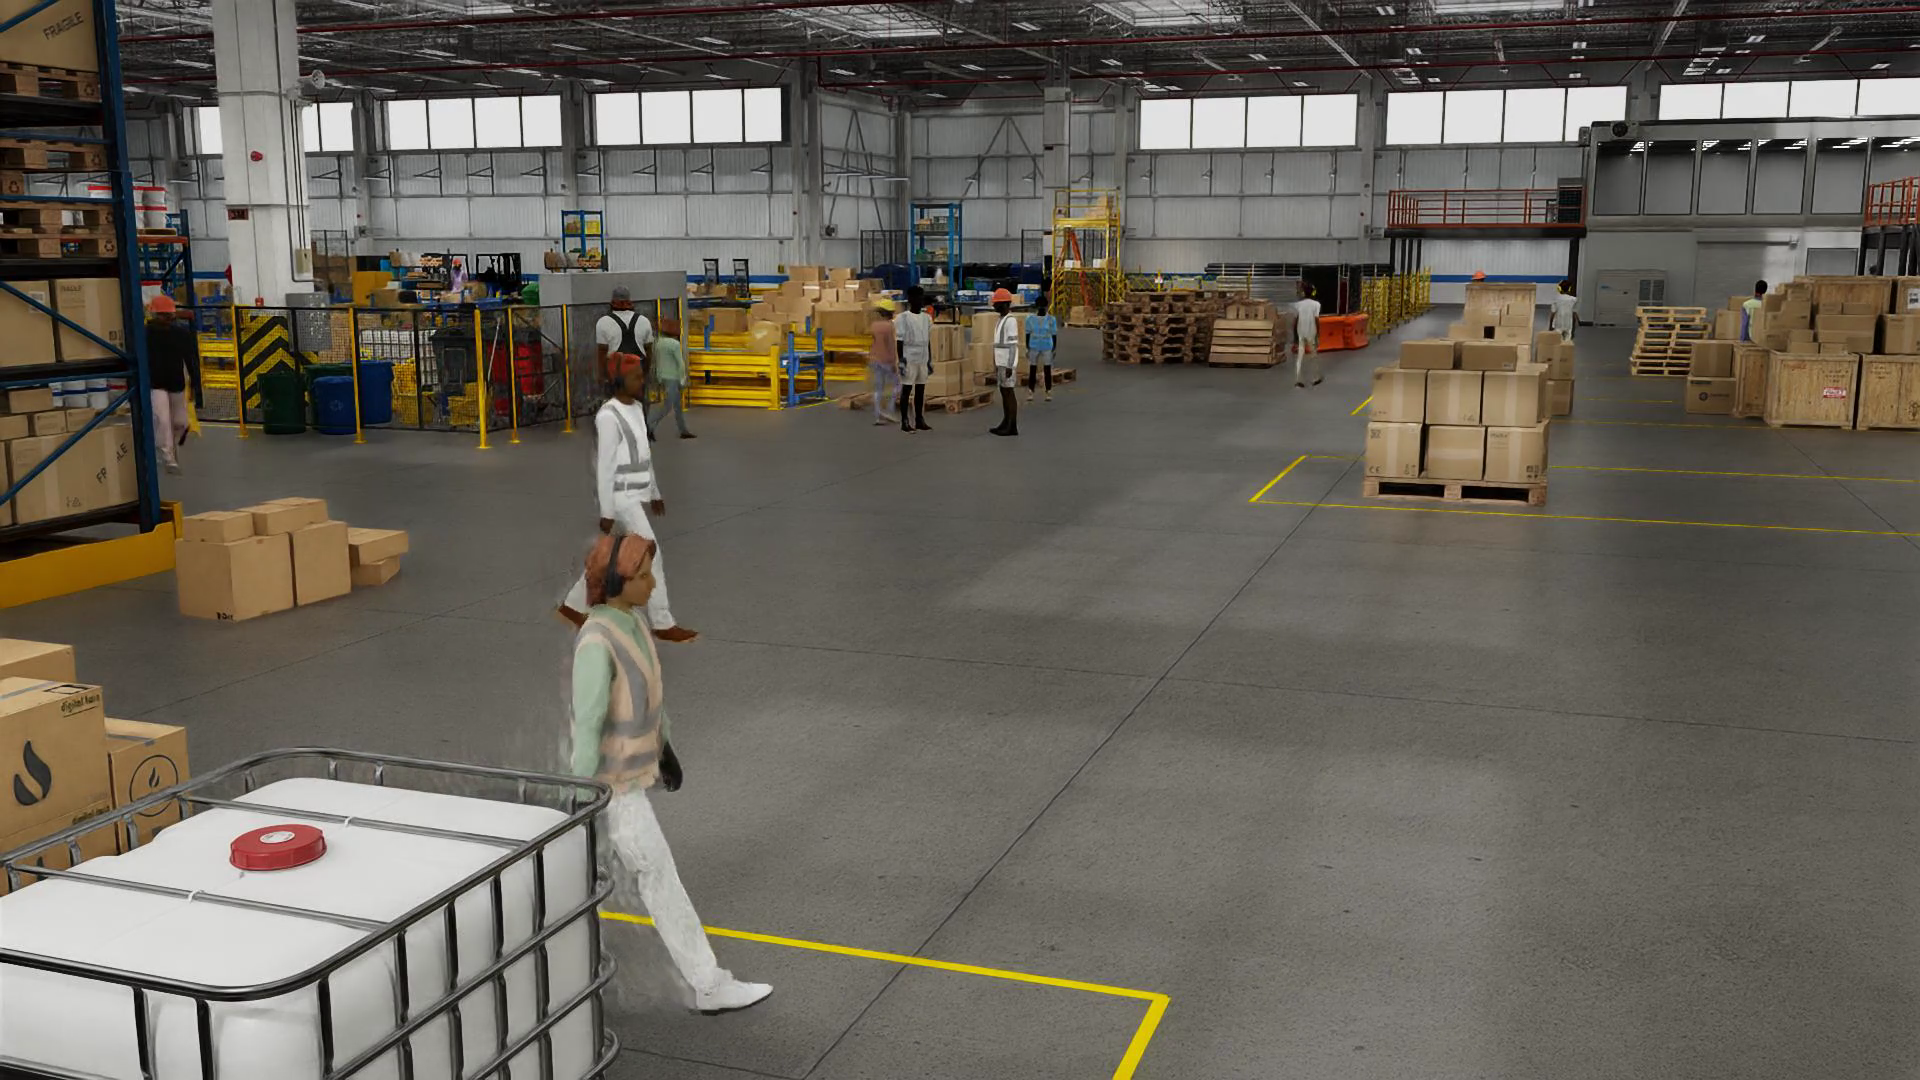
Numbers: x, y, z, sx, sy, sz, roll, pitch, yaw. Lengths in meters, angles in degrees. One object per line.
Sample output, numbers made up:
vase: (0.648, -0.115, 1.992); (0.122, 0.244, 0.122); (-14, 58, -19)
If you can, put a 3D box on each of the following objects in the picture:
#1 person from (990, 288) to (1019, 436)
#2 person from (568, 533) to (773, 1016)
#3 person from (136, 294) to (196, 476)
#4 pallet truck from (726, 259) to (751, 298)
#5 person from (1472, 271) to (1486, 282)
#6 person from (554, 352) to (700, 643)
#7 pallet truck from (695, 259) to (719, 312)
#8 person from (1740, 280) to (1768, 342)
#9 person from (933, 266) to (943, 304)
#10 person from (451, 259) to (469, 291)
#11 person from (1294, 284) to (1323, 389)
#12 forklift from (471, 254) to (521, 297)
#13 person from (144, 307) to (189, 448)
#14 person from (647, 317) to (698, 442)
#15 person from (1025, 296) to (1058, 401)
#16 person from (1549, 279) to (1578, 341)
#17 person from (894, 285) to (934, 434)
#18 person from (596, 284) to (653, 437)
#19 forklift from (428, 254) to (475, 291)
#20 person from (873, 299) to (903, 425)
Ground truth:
person: (0.575, -2.336, 21.883); (0.377, 1.936, 0.549); (-2, 10, -12)
person: (-1.067, 0.762, 5.388); (0.856, 1.586, 0.536); (0, 10, 1)
person: (-8.733, -1.707, 18.254); (0.628, 1.977, 0.675); (-10, 14, -43)
pallet truck: (-7.986, -9.493, 62.019); (0.823, 1.965, 1.885); (3, 11, 17)
person: (11.584, -5.036, 37.135); (0.391, 1.929, 0.540); (4, 11, 20)
person: (-2.159, -0.263, 10.484); (0.945, 1.852, 0.582); (1, 10, 3)
pallet truck: (-9.165, -9.627, 62.776); (0.823, 1.965, 1.885); (4, 11, 23)
person: (13.181, -3.319, 27.470); (0.589, 1.920, 0.392); (1, 10, 4)
person: (-0.826, -9.763, 63.898); (0.502, 1.870, 0.668); (-1, 10, -6)
person: (-16.488, -8.227, 54.757); (0.609, 2.044, 0.394); (1, 10, 3)
person: (6.113, -3.574, 29.183); (0.551, 1.819, 0.994); (7, 12, 34)
forklift: (-17.990, -10.121, 64.684); (1.157, 1.987, 2.680); (3, 11, 17)
person: (-9.735, -1.967, 20.329); (0.620, 1.744, 0.532); (3, 11, 18)
person: (-3.724, -2.047, 21.204); (0.799, 1.601, 0.510); (-8, 13, -38)
person: (1.301, -3.065, 26.695); (0.536, 1.693, 0.320); (1, 10, 6)
person: (11.277, -3.934, 31.119); (0.504, 1.861, 0.329); (0, 10, 3)
person: (-0.597, -2.405, 22.193); (0.609, 1.965, 0.364); (-10, 14, -43)
person: (-4.032, -2.029, 19.865); (0.689, 2.000, 0.539); (-6, 12, -30)
forklift: (-20.133, -10.254, 65.465); (1.157, 1.987, 2.680); (3, 11, 19)
person: (-0.996, -2.465, 23.115); (0.514, 1.746, 0.561); (-8, 13, -37)
